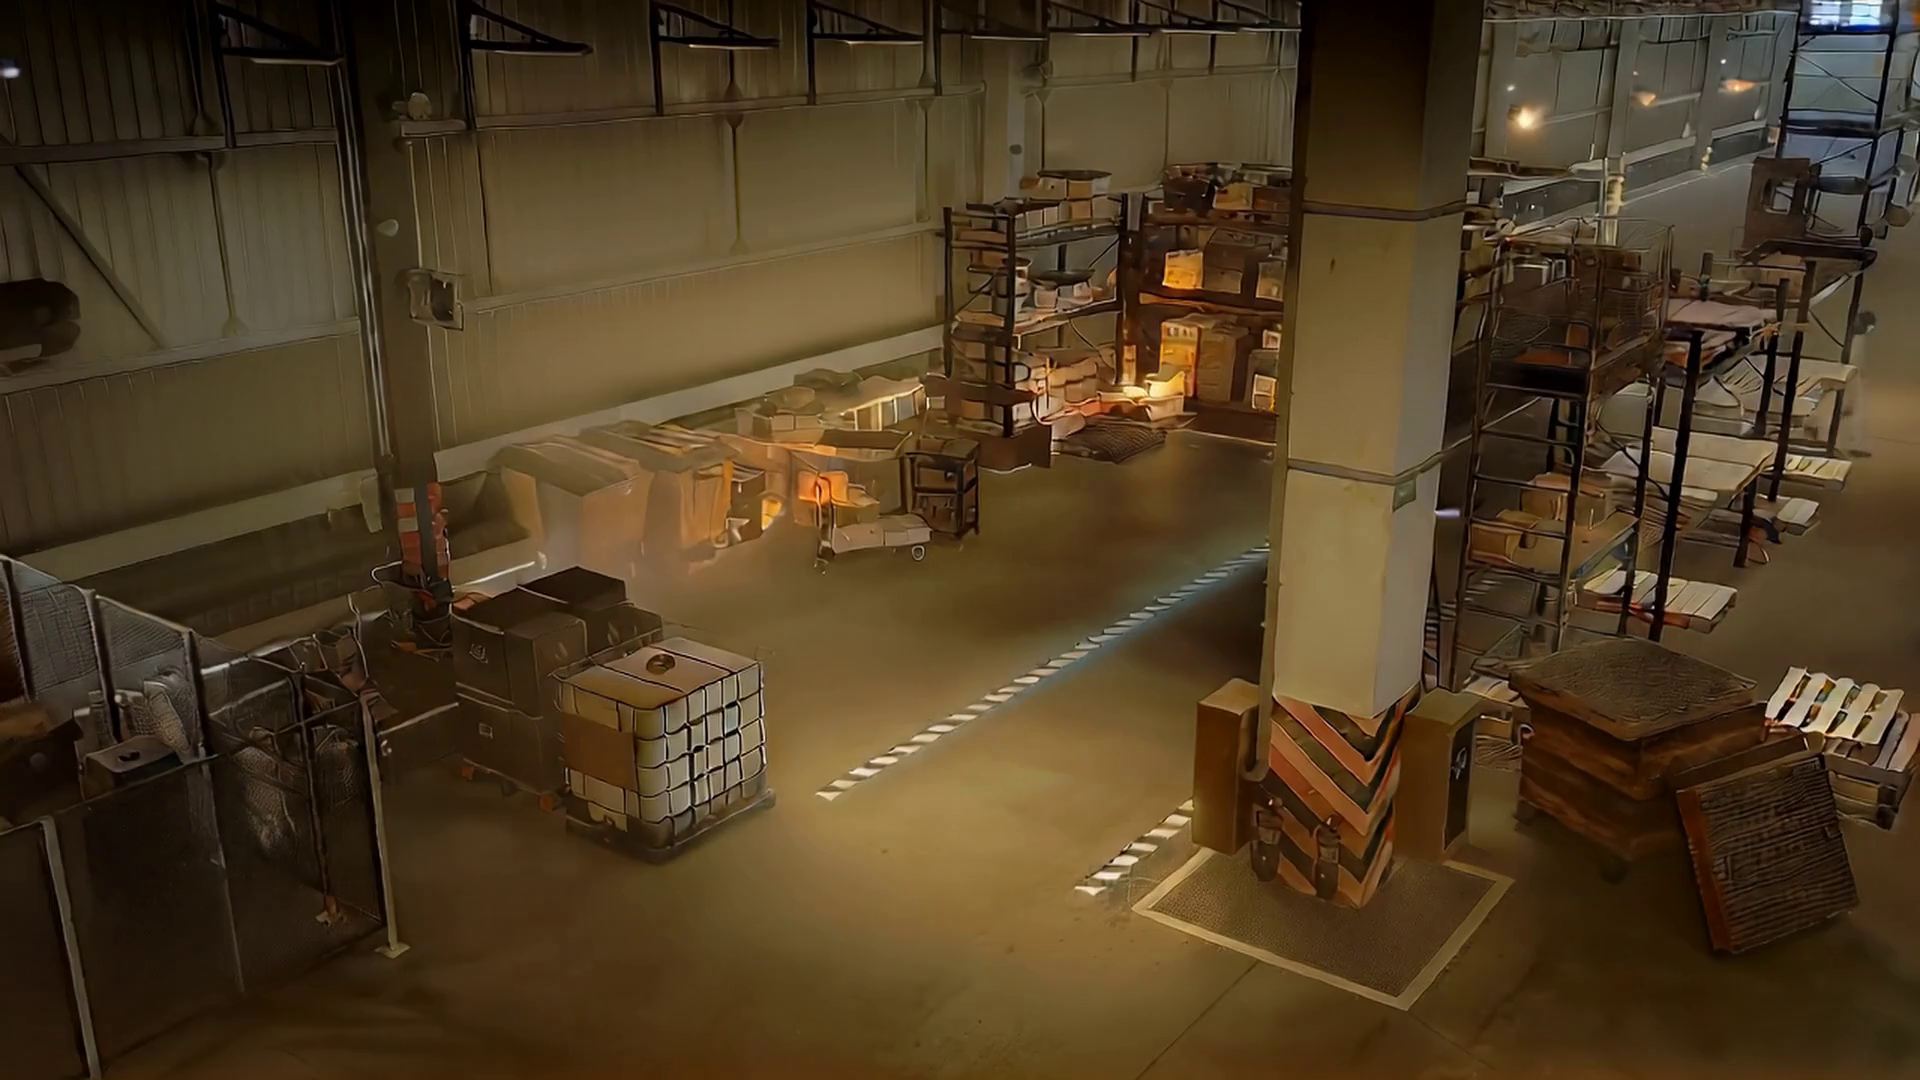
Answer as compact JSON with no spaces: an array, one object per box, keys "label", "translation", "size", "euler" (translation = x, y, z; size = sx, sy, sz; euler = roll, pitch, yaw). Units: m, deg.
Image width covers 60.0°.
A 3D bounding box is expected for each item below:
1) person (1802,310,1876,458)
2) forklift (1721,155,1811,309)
[{"label":"person","translation":[11.402,-2.029,21.376],"size":[0.775,1.910,0.637],"euler":[11,21,29]},{"label":"forklift","translation":[15.405,-5.867,31.576],"size":[1.129,2.768,1.873],"euler":[13,22,34]}]
